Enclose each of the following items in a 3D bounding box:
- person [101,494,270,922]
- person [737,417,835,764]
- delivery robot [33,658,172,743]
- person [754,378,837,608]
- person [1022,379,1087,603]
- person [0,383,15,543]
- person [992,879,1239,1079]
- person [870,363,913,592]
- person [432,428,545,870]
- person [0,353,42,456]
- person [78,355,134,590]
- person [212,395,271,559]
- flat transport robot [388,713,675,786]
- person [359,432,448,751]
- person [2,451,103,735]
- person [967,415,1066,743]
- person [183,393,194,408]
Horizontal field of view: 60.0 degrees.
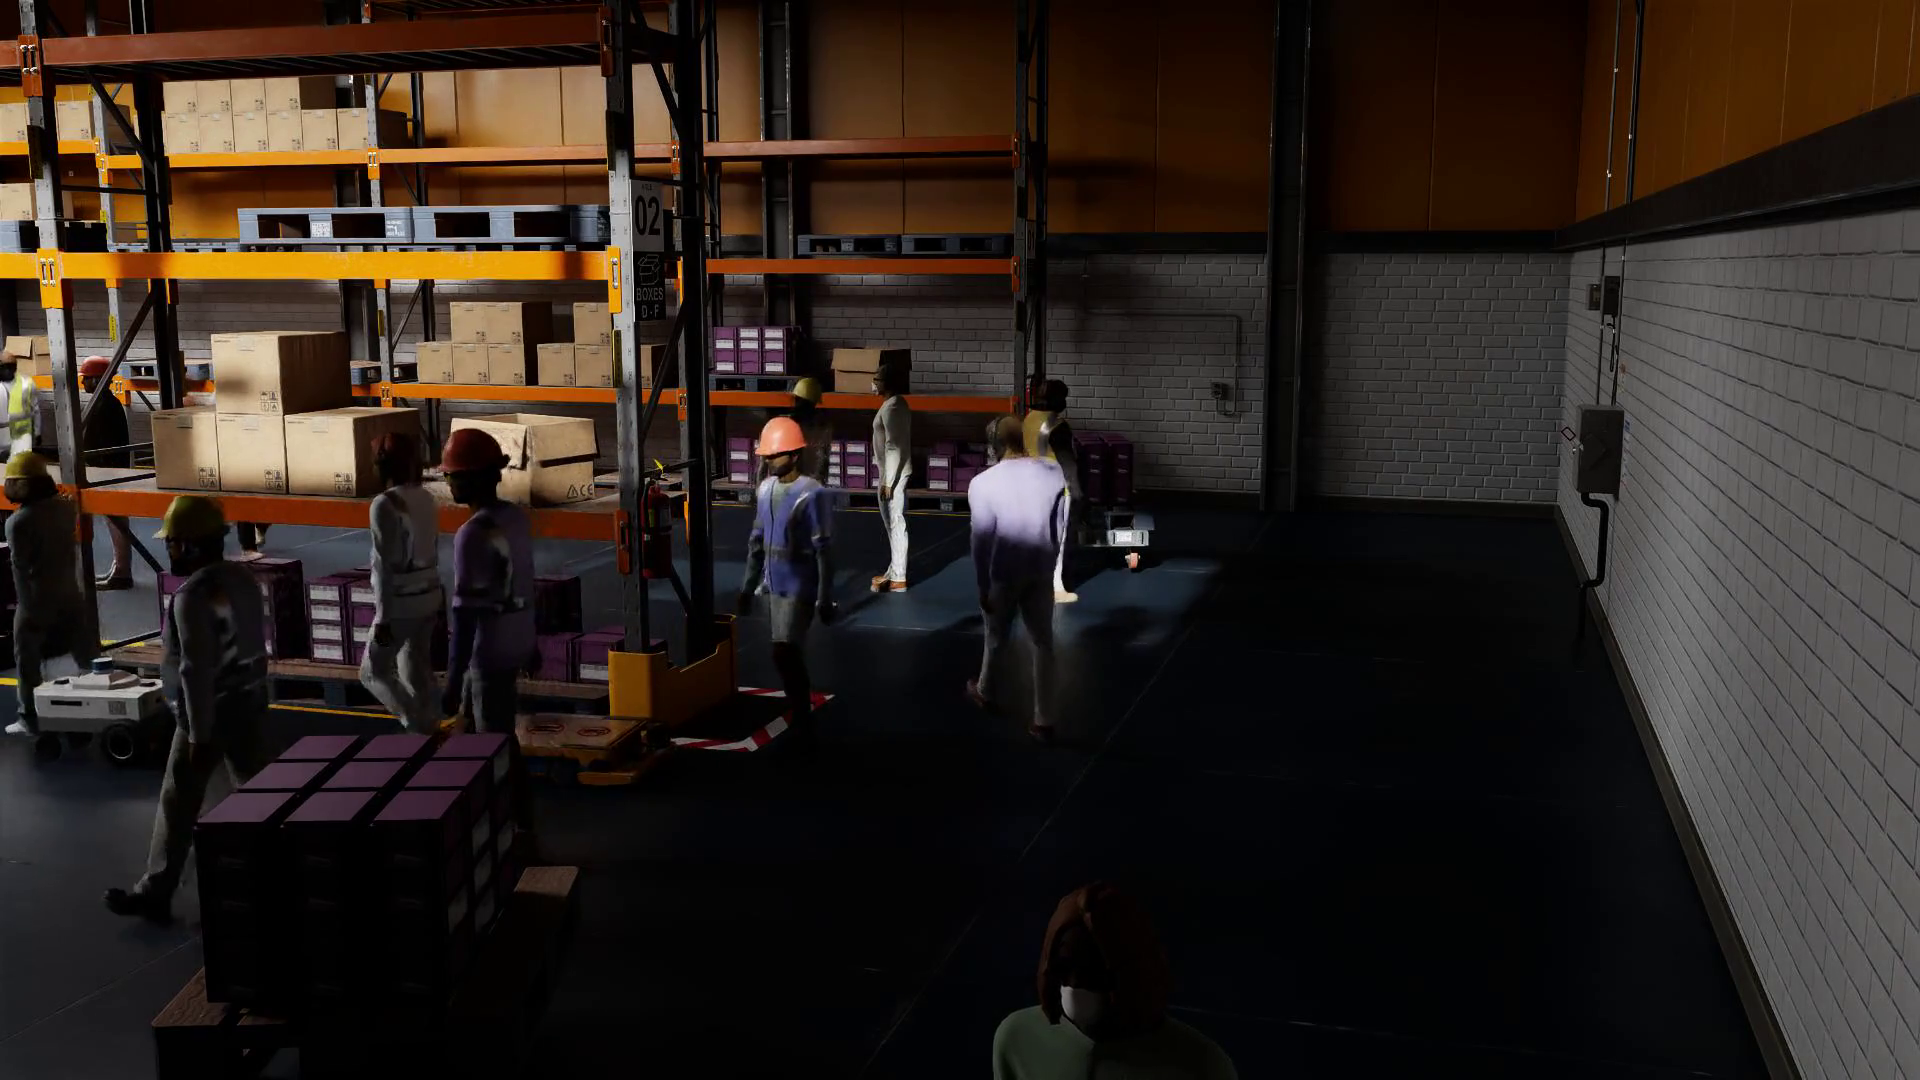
[{"bbox_3d":[-3.235,0.708,6.957,0.820,1.802,0.621,1,9,4],"label":"person"},{"bbox_3d":[-1.014,0.277,9.252,0.605,1.916,0.562,-8,12,-39],"label":"person"},{"bbox_3d":[-4.776,0.902,9.300,0.707,0.478,0.477,1,9,7],"label":"delivery robot"},{"bbox_3d":[-1.364,-0.404,13.612,0.655,1.861,0.941,-3,10,-17],"label":"person"},{"bbox_3d":[0.747,-0.397,13.620,0.430,1.840,0.646,-4,10,-23],"label":"person"},{"bbox_3d":[-9.603,-0.916,16.461,0.354,1.939,0.545,-1,9,-7],"label":"person"},{"bbox_3d":[0.278,1.425,3.142,0.503,1.626,0.283,5,10,27],"label":"person"},{"bbox_3d":[-0.586,-0.525,14.076,0.373,1.940,0.628,0,9,1],"label":"person"},{"bbox_3d":[-2.155,0.509,7.473,0.587,2.027,0.620,1,9,4],"label":"person"},{"bbox_3d":[-10.550,-1.167,18.443,0.660,1.783,0.991,-5,11,-29],"label":"person"},{"bbox_3d":[-7.284,-0.574,14.202,0.379,1.995,0.612,-4,10,-24],"label":"person"},{"bbox_3d":[-6.654,-0.836,15.657,0.708,2.000,0.660,-9,13,-43],"label":"person"},{"bbox_3d":[-2.350,1.123,9.098,1.431,0.197,0.652,2,9,10],"label":"flat transport robot"},{"bbox_3d":[-2.987,0.357,8.901,0.409,1.871,0.599,2,10,12],"label":"person"},{"bbox_3d":[-5.203,0.329,9.579,0.873,1.702,0.486,4,10,23],"label":"person"},{"bbox_3d":[0.314,0.199,9.851,0.657,1.871,1.019,-3,10,-18],"label":"person"},{"bbox_3d":[-8.466,-1.038,18.162,0.418,1.628,0.527,0,9,1],"label":"person"}]
